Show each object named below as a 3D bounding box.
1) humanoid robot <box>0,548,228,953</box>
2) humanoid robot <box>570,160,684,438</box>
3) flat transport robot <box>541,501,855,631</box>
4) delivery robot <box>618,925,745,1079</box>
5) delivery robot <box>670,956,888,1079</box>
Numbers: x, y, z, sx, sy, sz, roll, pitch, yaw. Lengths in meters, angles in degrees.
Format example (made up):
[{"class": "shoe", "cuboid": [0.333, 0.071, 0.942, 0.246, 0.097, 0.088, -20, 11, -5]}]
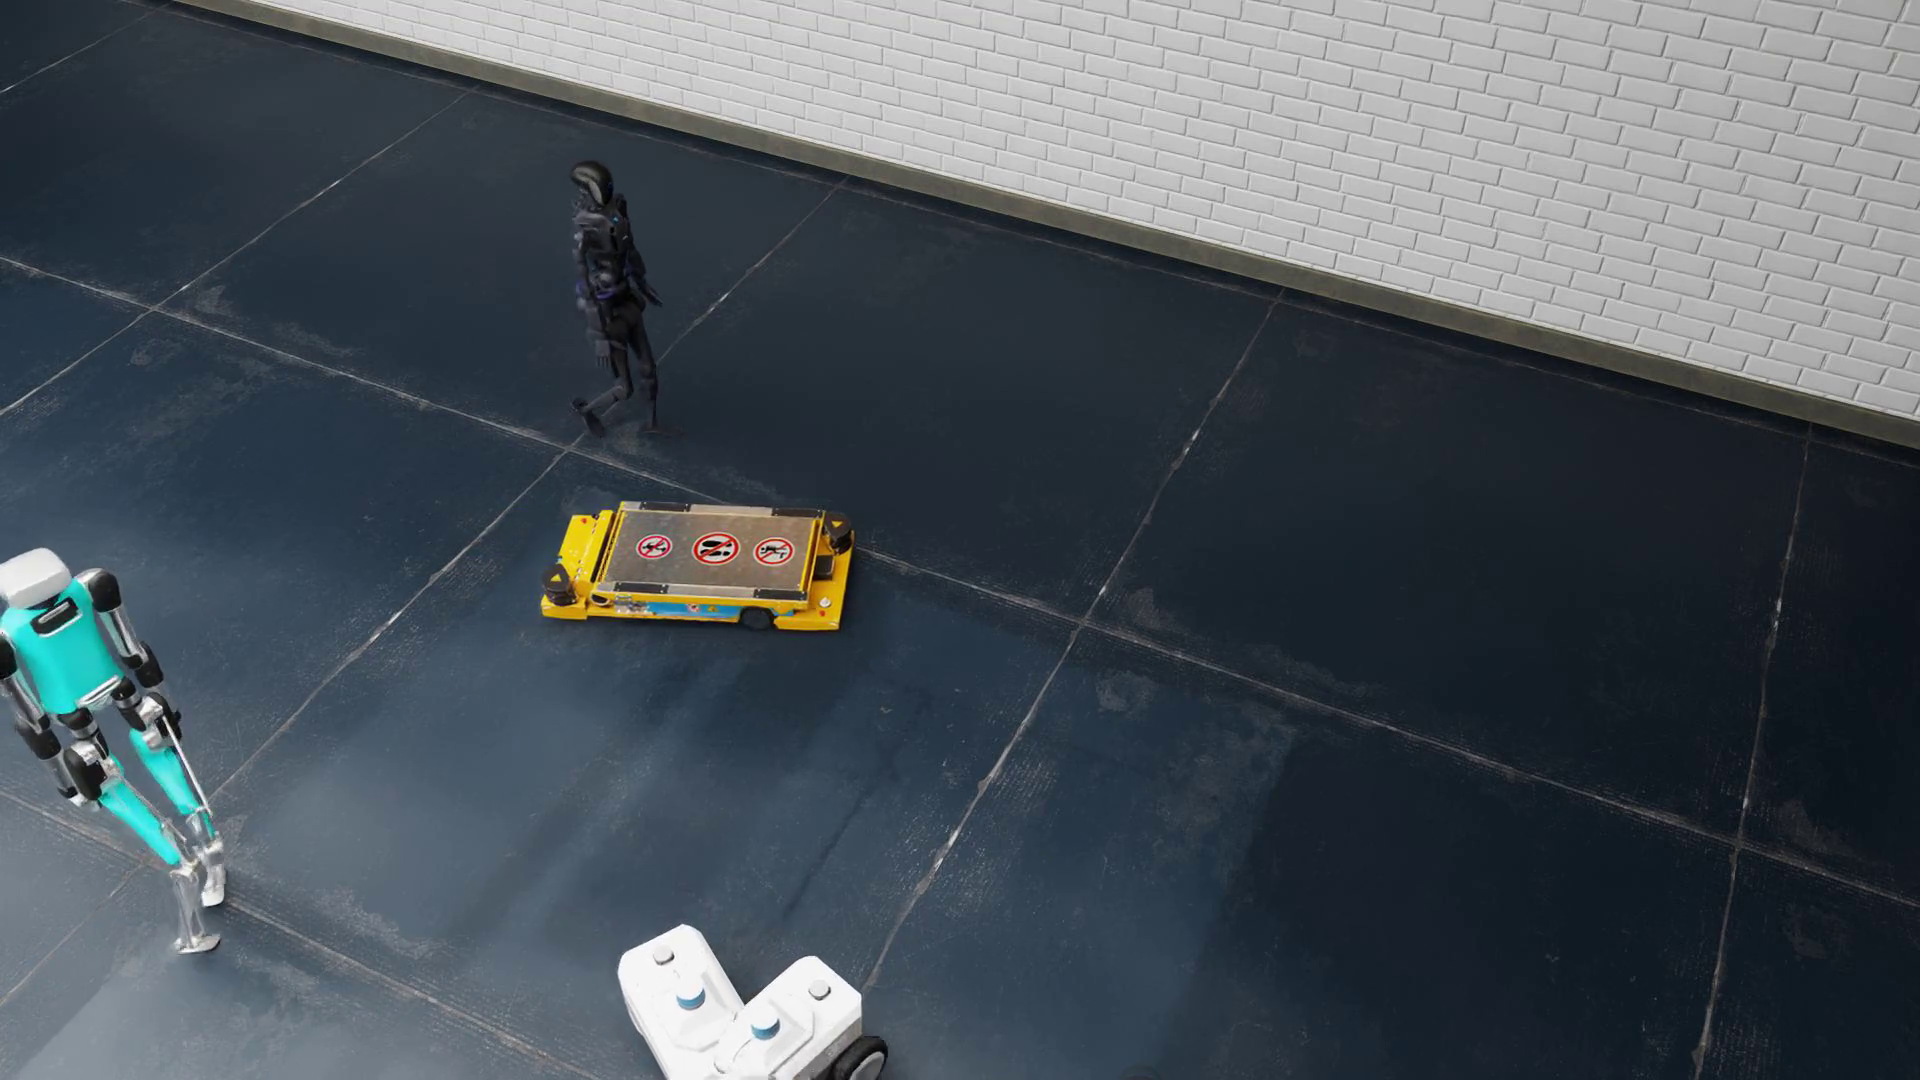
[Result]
[{"class": "humanoid robot", "cuboid": [-3.050, 0.865, 6.243, 0.798, 1.778, 0.579, 24, 48, 23]}, {"class": "humanoid robot", "cuboid": [-1.781, -1.207, 8.539, 0.545, 1.642, 0.608, 11, 44, 12]}, {"class": "flat transport robot", "cuboid": [-1.264, 0.124, 8.122, 1.431, 0.231, 0.659, 3, 43, 3]}, {"class": "delivery robot", "cuboid": [-0.958, 1.803, 6.092, 0.499, 0.584, 0.783, -23, 48, -23]}, {"class": "delivery robot", "cuboid": [-0.671, 1.876, 6.031, 0.499, 0.609, 0.807, 32, 52, 30]}]
